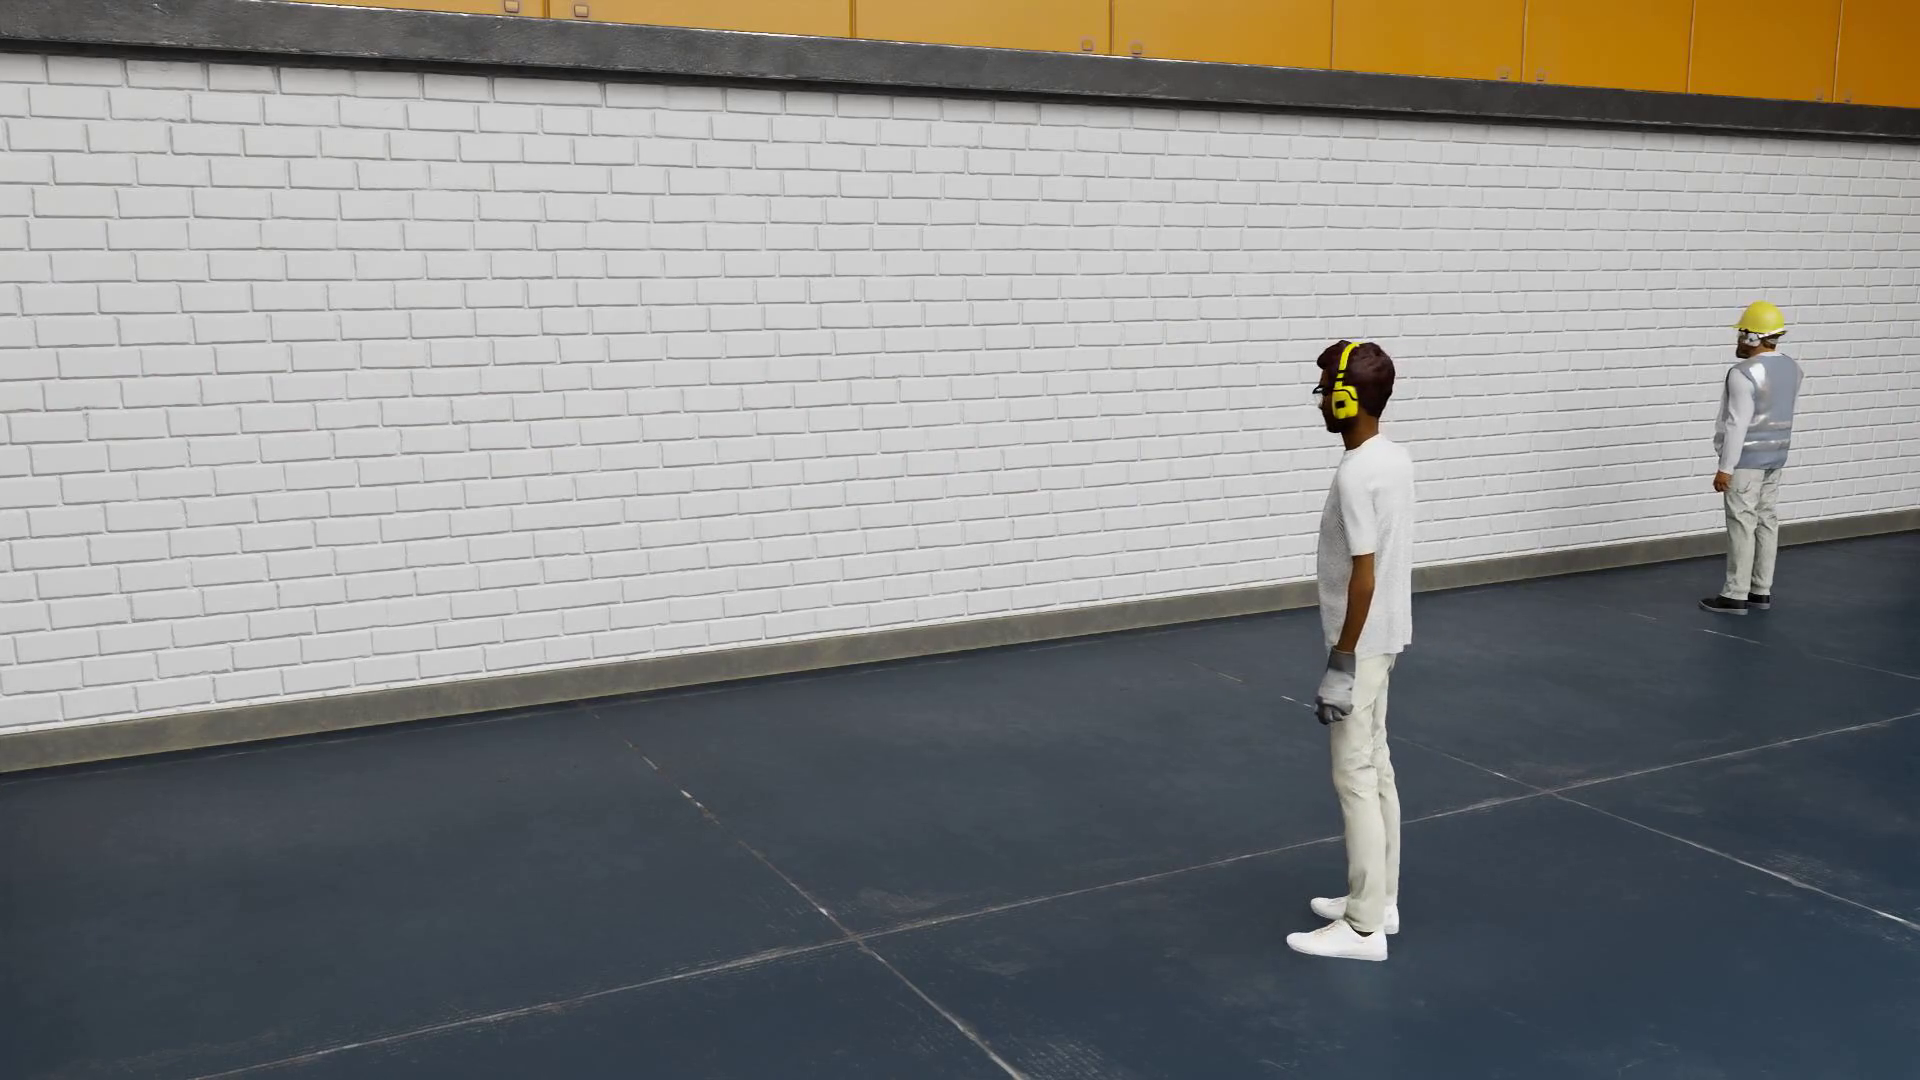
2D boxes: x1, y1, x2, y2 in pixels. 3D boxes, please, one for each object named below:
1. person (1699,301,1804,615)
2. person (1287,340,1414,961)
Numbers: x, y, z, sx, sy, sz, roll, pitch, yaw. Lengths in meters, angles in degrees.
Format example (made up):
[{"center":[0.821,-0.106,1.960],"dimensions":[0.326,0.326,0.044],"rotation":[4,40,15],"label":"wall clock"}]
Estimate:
[{"center":[4.650,-0.479,9.789],"dimensions":[0.594,1.836,0.404],"rotation":[-7,12,-33],"label":"person"},{"center":[1.192,0.337,5.012],"dimensions":[0.311,1.864,0.533],"rotation":[5,11,26],"label":"person"}]
